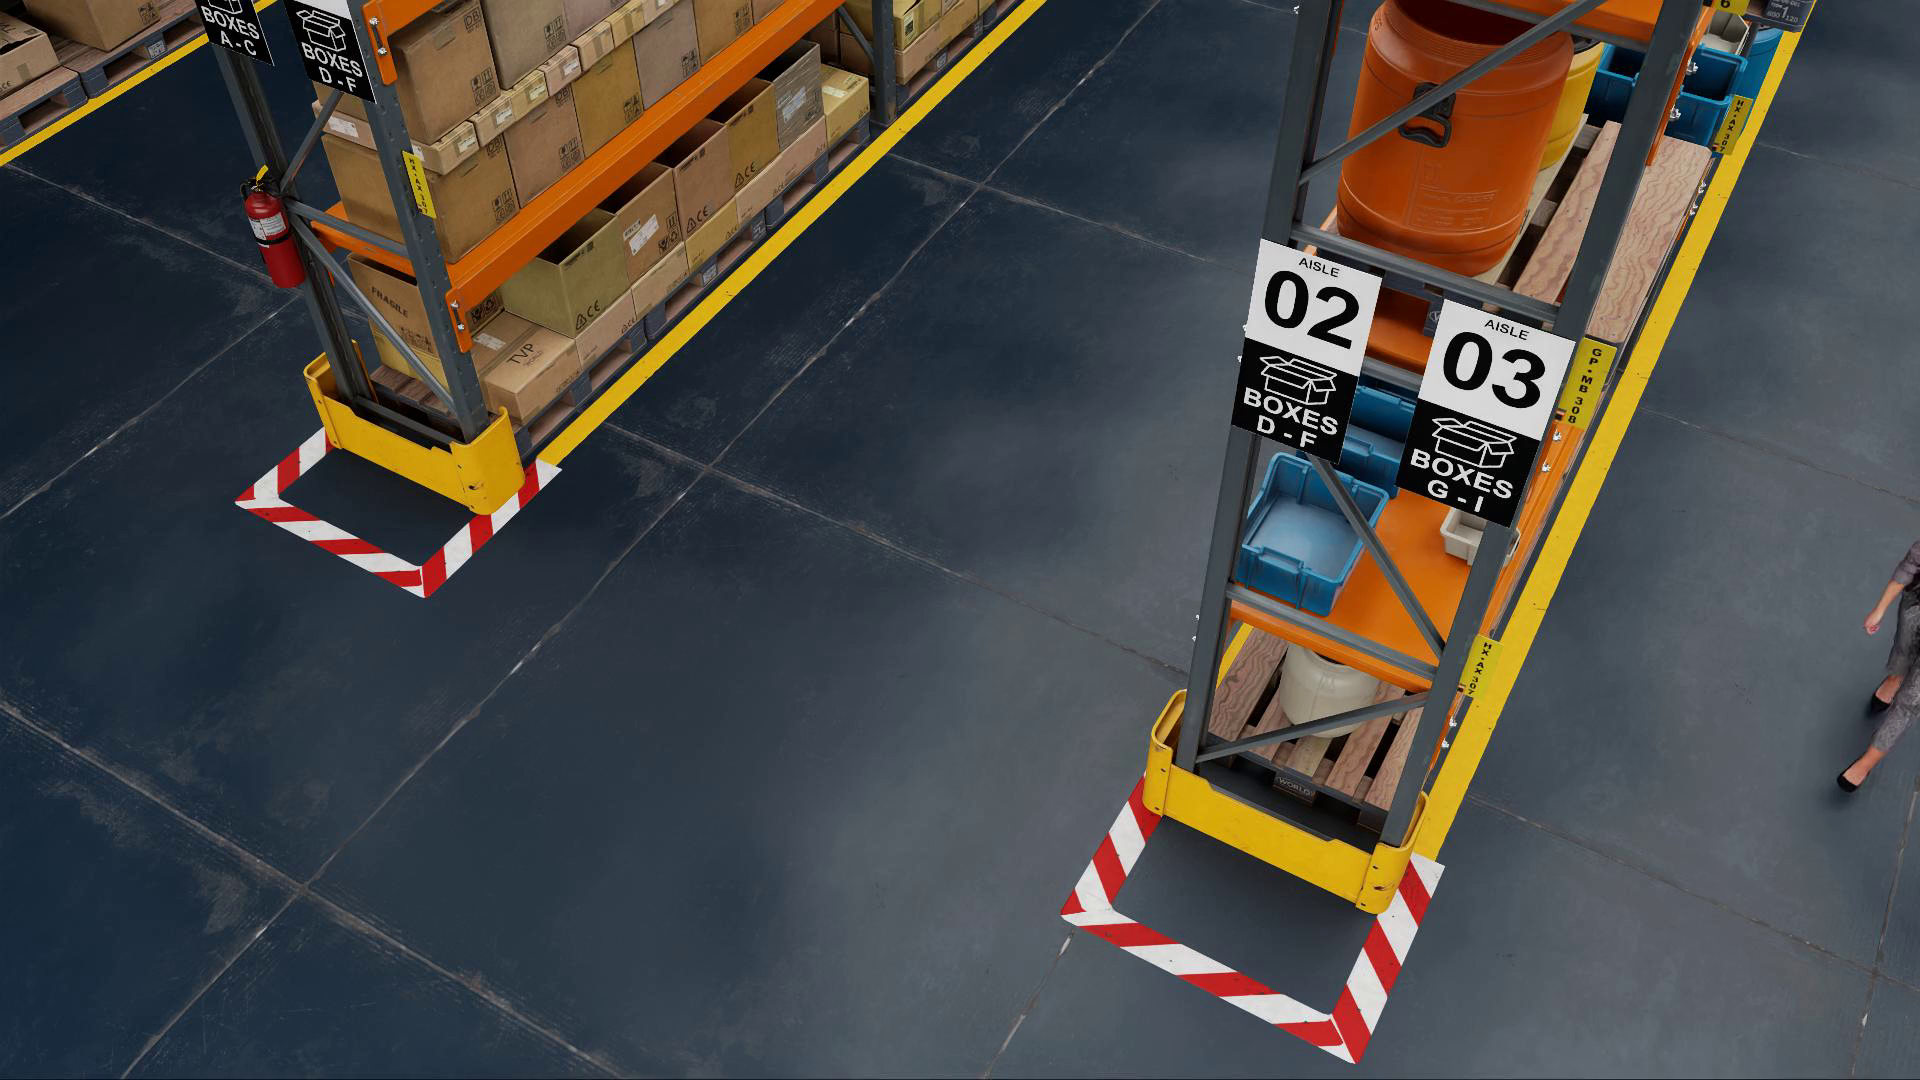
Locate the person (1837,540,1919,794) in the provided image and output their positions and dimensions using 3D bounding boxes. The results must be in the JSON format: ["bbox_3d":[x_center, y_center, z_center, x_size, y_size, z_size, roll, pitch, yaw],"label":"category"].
[{"bbox_3d":[4.284,0.308,7.244,0.831,1.624,1.171,36,57,29],"label":"person"}]
